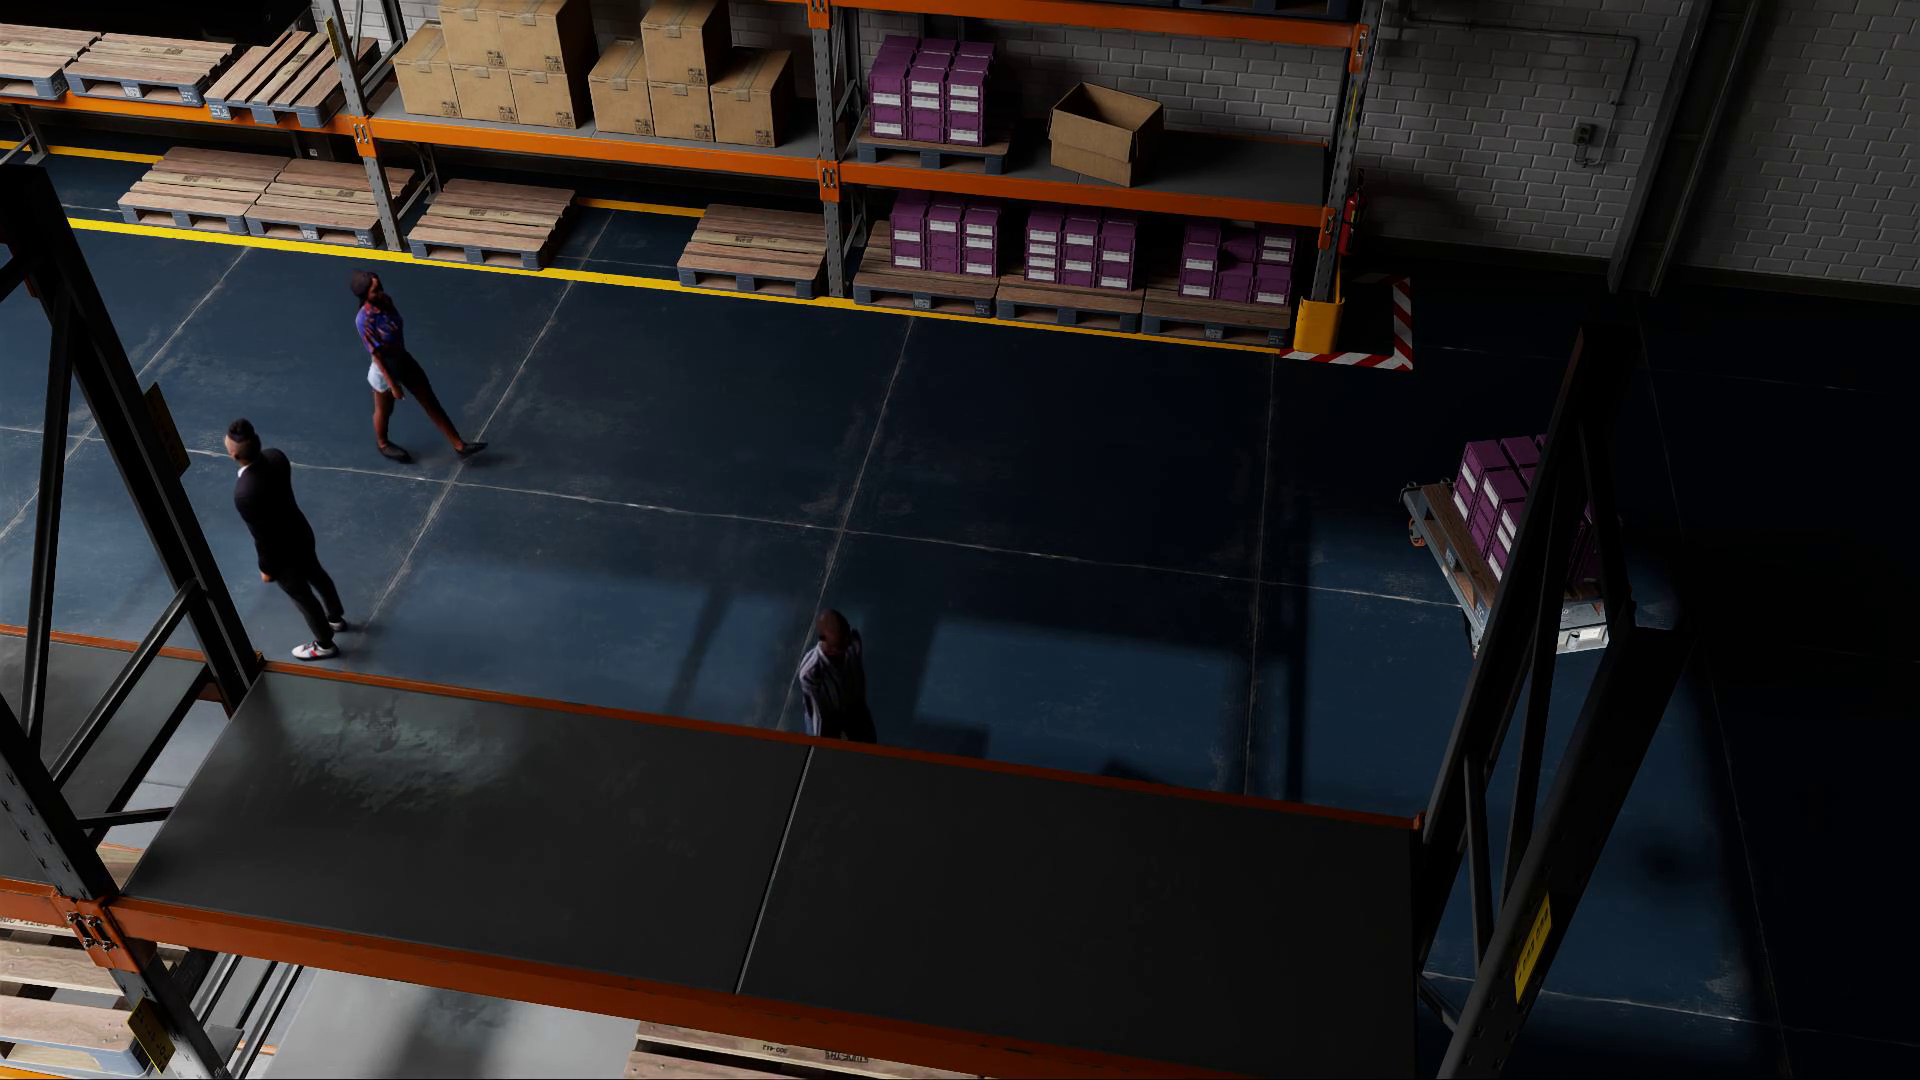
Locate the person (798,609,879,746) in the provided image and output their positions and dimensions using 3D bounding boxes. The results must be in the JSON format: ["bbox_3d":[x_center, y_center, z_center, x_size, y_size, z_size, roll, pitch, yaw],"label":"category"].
[{"bbox_3d":[-0.789,1.002,9.658,0.799,1.782,0.766,33,53,30],"label":"person"}]

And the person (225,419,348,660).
[{"bbox_3d":[-4.301,-0.019,10.603,0.615,1.957,0.716,4,44,4],"label":"person"}]

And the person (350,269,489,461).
[{"bbox_3d":[-4.195,-1.221,12.052,1.131,1.700,0.655,10,44,10],"label":"person"}]
